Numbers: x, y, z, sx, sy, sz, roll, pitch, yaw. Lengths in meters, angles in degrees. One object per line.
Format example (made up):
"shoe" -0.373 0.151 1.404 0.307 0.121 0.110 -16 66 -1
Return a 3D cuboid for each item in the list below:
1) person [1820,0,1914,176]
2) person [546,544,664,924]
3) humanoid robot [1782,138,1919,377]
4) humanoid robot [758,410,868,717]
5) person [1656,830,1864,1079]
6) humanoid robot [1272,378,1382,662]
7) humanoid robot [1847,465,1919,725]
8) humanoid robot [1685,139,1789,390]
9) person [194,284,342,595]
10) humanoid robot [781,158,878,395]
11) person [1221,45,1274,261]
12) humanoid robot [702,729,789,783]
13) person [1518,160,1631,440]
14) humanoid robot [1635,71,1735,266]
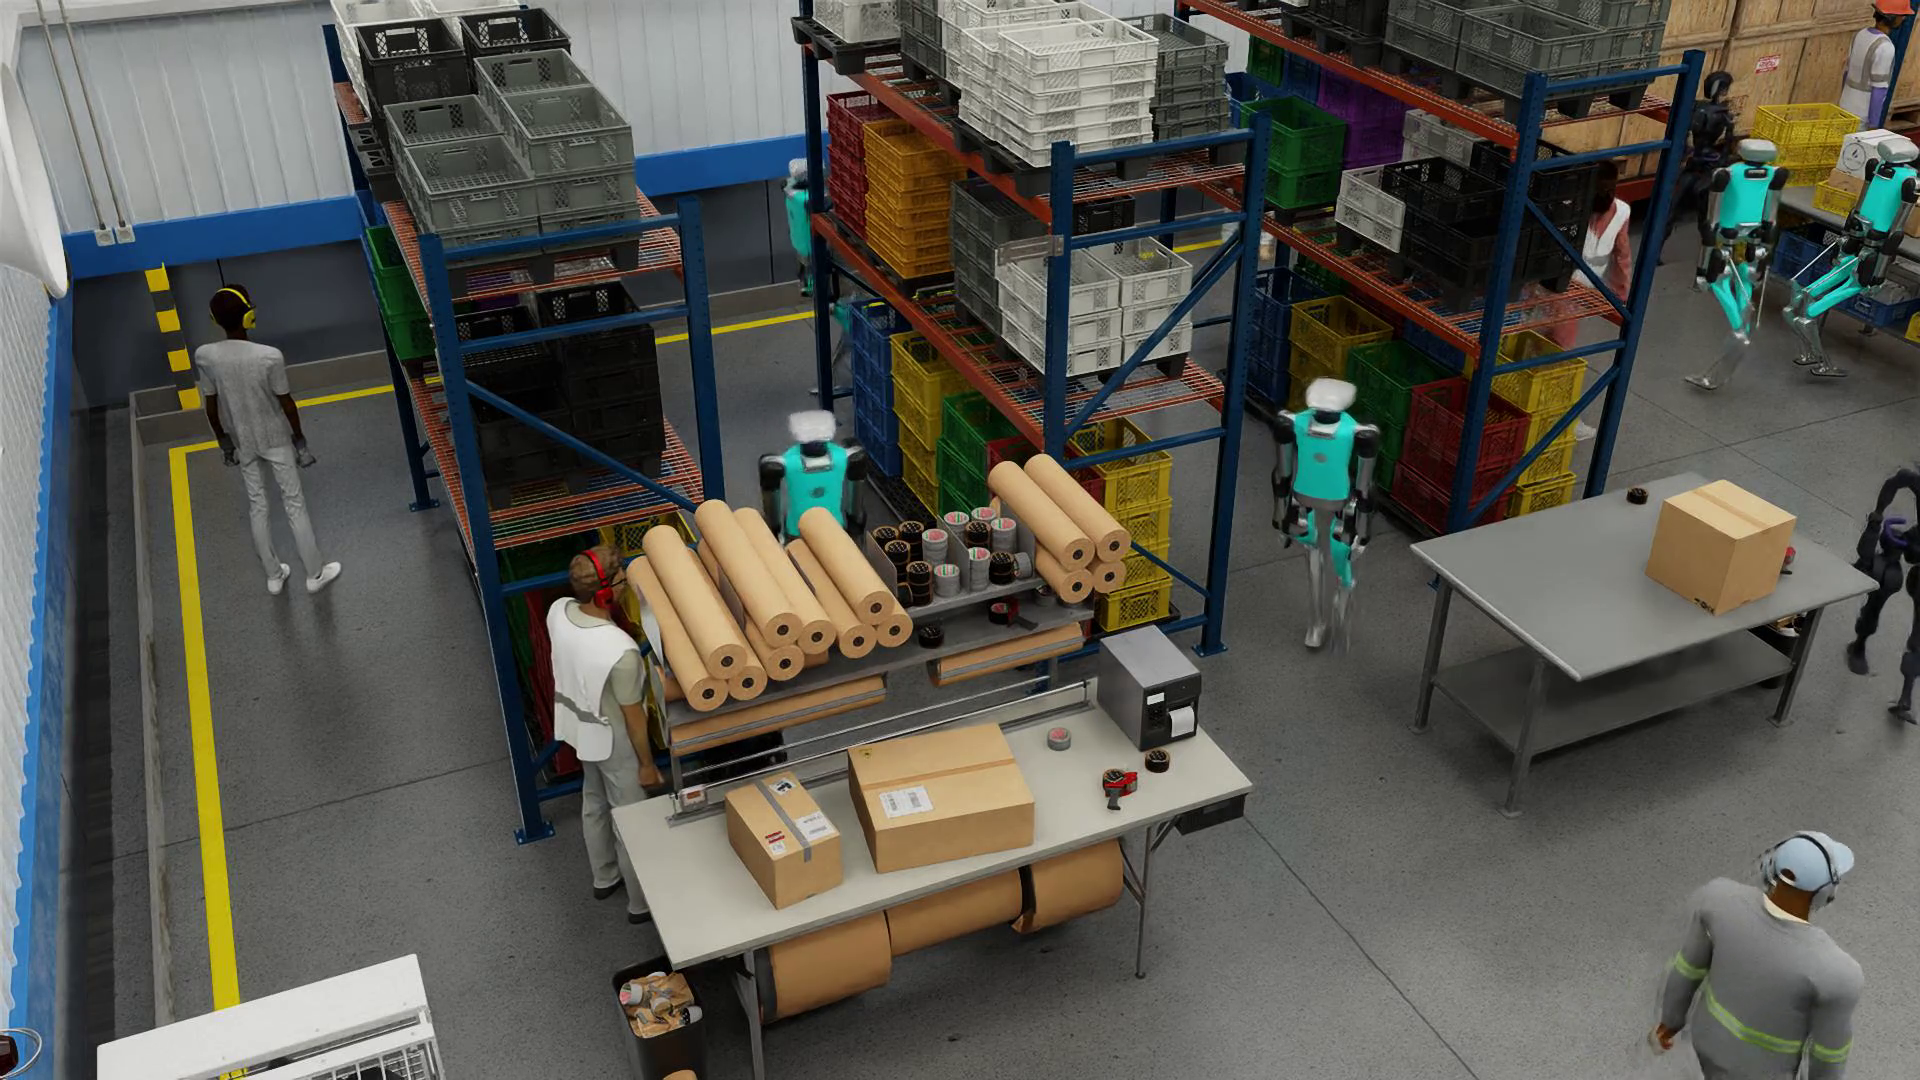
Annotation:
"person" 7.734 -3.682 14.261 0.368 2.044 0.606 0 32 1
"person" -1.504 0.847 7.092 0.393 1.842 0.562 -28 41 -37
"humanoid robot" 6.130 -1.956 11.619 0.735 1.677 0.533 -4 32 -6
"humanoid robot" -0.789 0.017 8.555 0.533 1.762 0.887 -7 32 -12
"person" 2.637 1.740 5.673 0.883 1.816 0.588 -14 34 -21
"humanoid robot" 1.943 -0.116 8.811 0.534 1.817 0.805 13 34 20
"humanoid robot" 4.853 0.132 8.454 0.601 1.616 0.810 8 33 13
"humanoid robot" 5.434 -1.770 11.522 0.532 1.862 0.782 -3 32 -5
"person" -3.907 -0.543 9.326 0.509 1.871 0.328 1 32 1
"humanoid robot" -0.792 -1.770 11.540 0.813 1.879 0.549 -15 35 -23
"person" 2.414 -3.193 13.668 0.644 1.834 0.433 5 32 8
"humanoid robot" -1.026 0.796 7.368 0.589 1.661 0.612 21 38 31
"person" 4.142 -1.629 11.097 0.600 1.864 0.984 -12 34 -19
"humanoid robot" 6.038 -2.983 13.530 0.763 1.649 0.600 -10 33 -16
